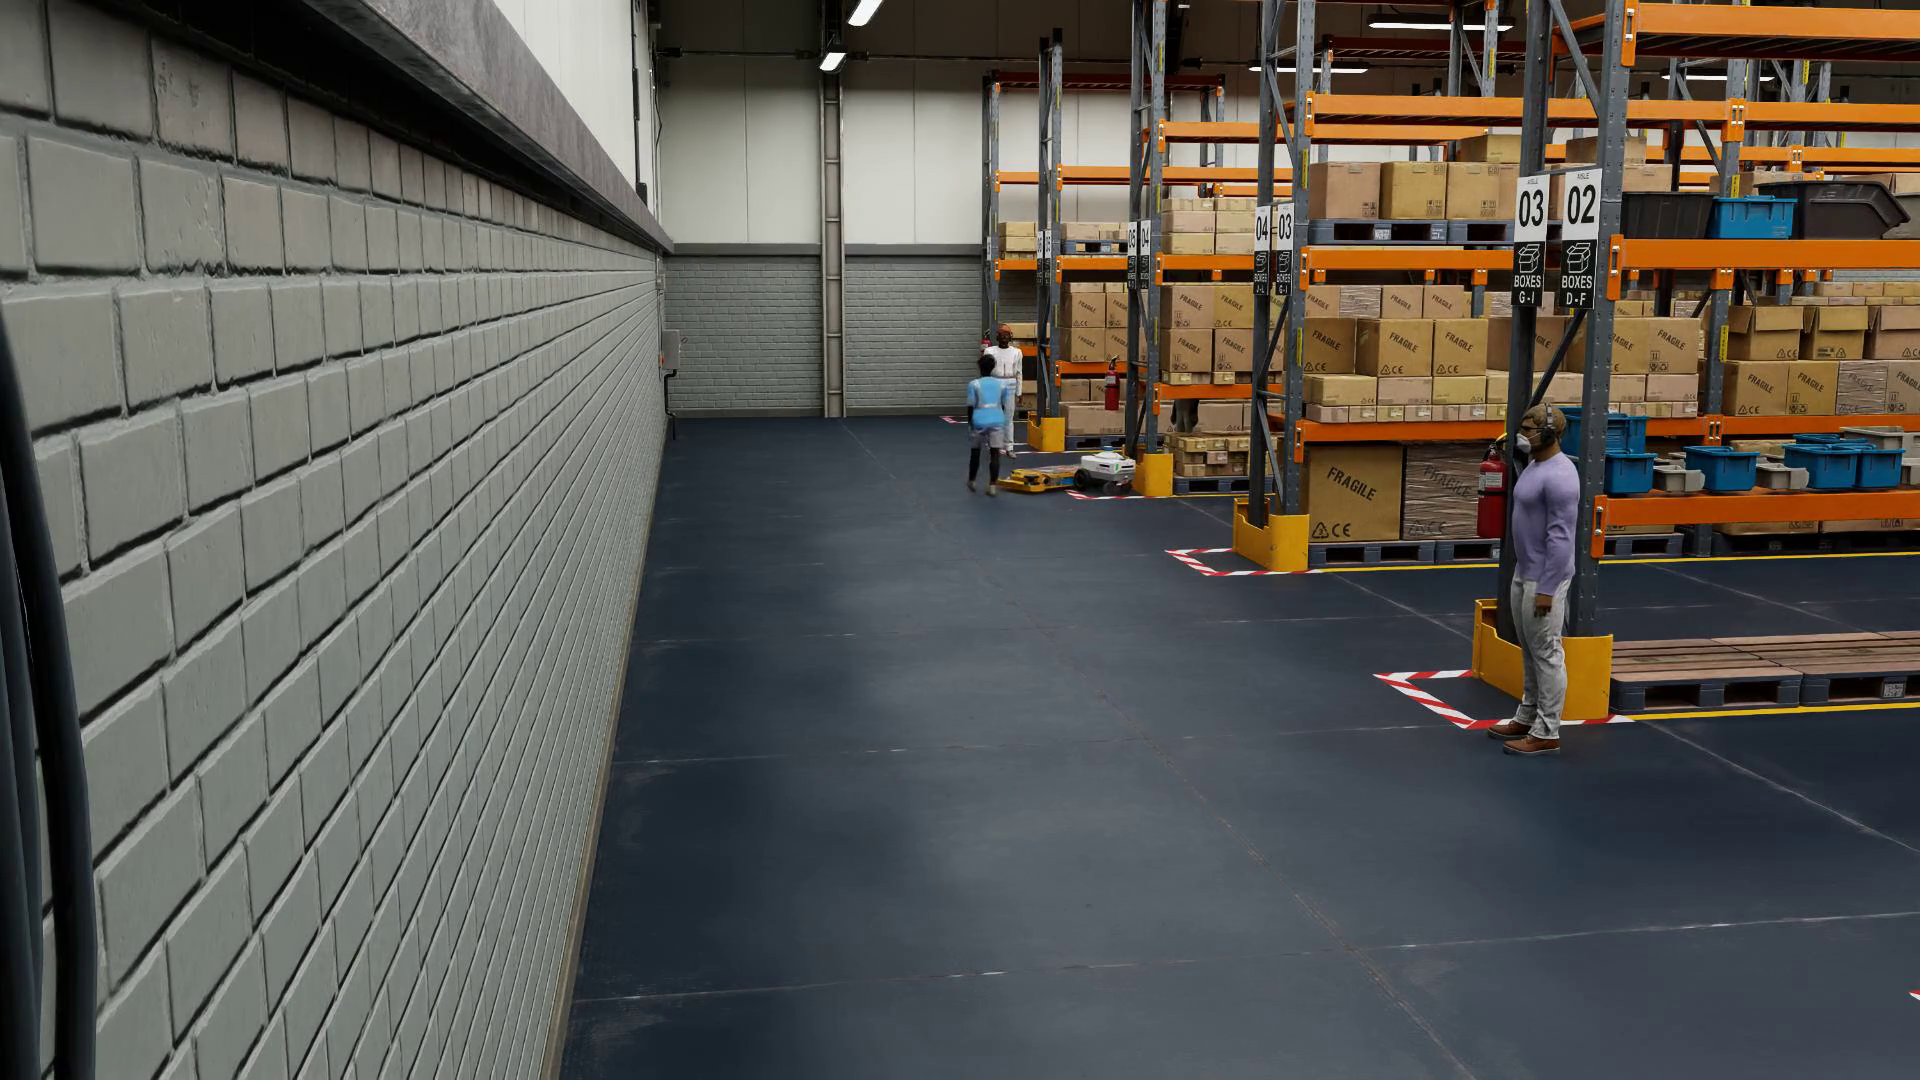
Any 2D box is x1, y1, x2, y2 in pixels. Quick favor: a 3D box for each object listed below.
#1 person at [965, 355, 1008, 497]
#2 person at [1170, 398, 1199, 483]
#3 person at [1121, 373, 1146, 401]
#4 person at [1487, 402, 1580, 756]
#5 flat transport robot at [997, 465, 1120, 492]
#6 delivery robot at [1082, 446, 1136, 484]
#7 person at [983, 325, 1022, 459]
[{"bbox_3d":[0.298,-1.368,19.762,0.529,1.645,0.845,-2,9,-12],"label":"person"},{"bbox_3d":[2.779,-1.602,20.601,0.333,1.860,0.510,-4,10,-26],"label":"person"},{"bbox_3d":[2.793,-2.532,26.148,0.464,1.923,0.639,-3,10,-17],"label":"person"},{"bbox_3d":[3.178,0.214,9.143,0.372,1.940,0.631,1,9,4],"label":"person"},{"bbox_3d":[1.216,-0.769,20.334,1.431,0.197,0.652,-7,11,-36],"label":"flat transport robot"},{"bbox_3d":[1.774,-0.878,19.846,0.477,0.478,0.707,-7,11,-35],"label":"delivery robot"},{"bbox_3d":[0.603,-2.084,23.474,0.573,1.887,0.356,-2,9,-10],"label":"person"}]
